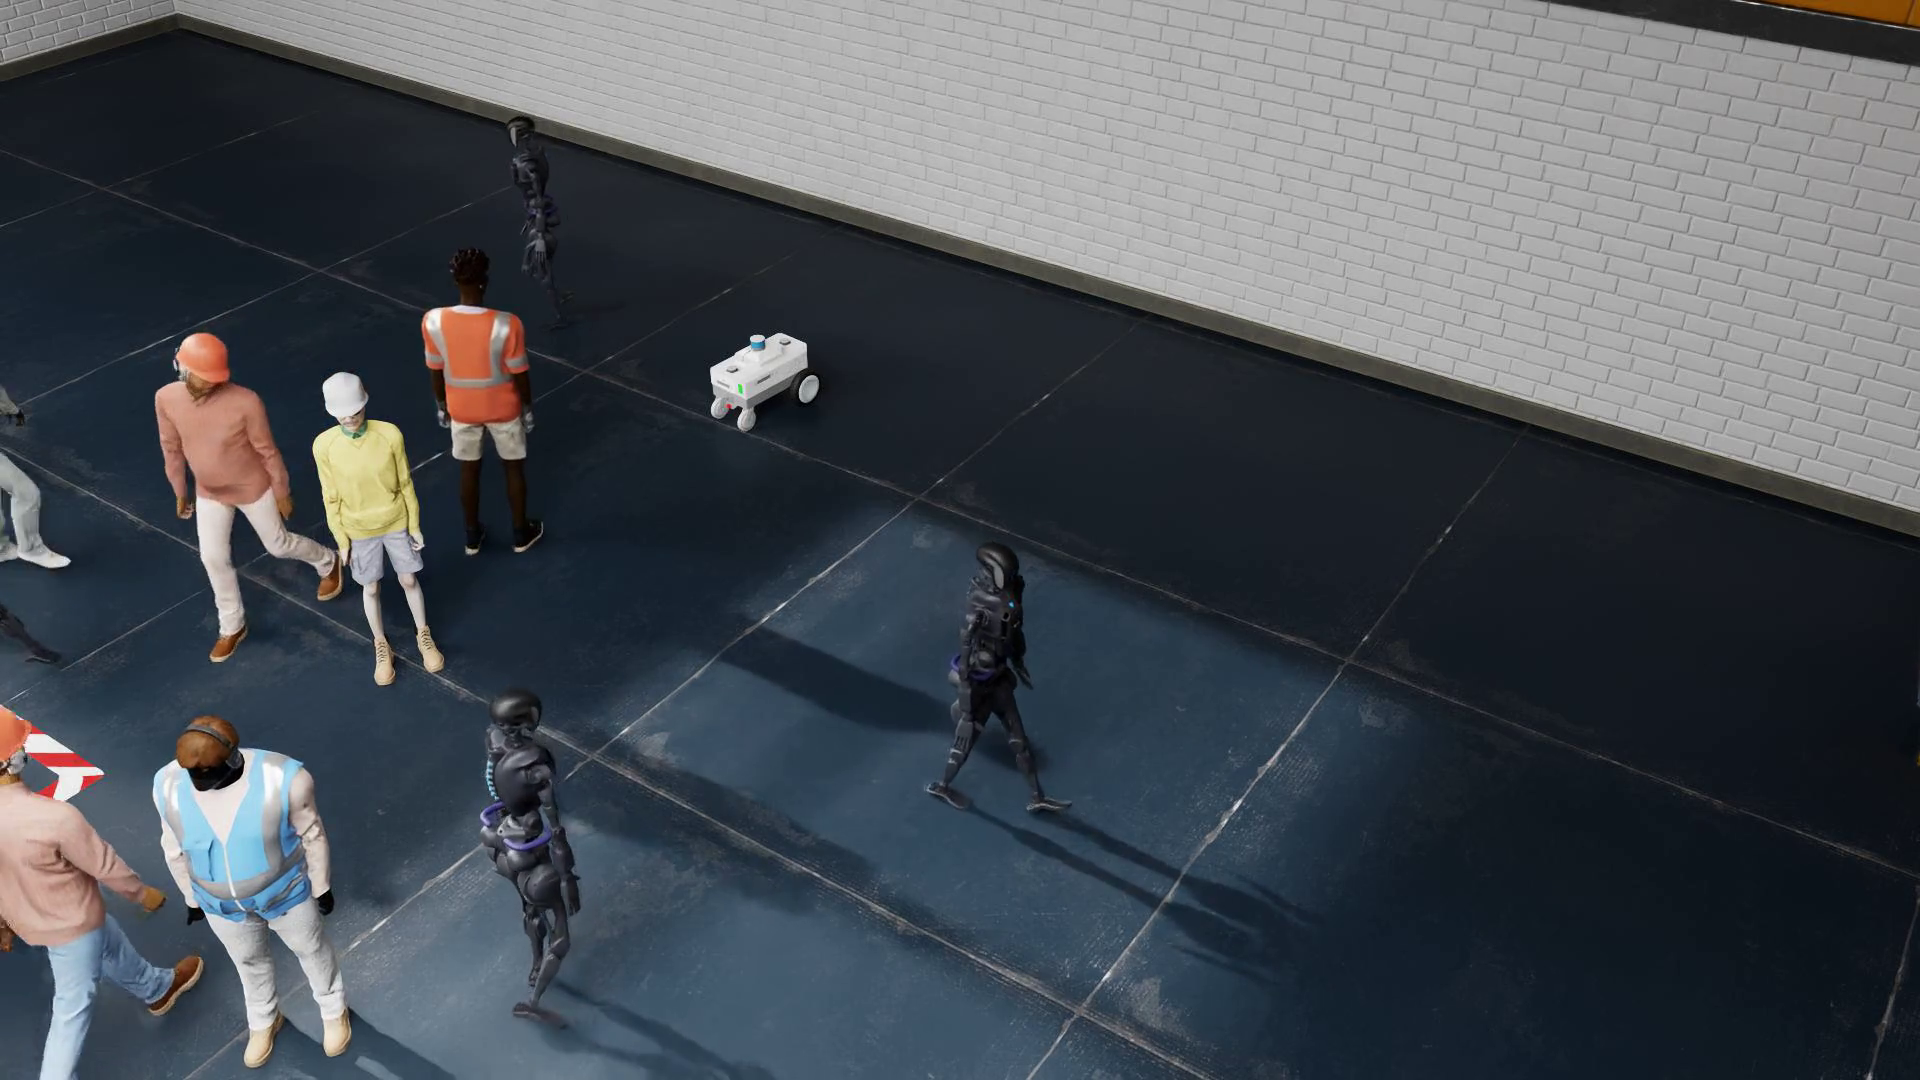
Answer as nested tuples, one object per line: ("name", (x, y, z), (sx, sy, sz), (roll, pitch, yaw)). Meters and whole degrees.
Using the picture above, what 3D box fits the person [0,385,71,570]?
("person", (-5.708, -0.624, 9.753), (0.630, 1.885, 0.723), (-10, 36, -14))

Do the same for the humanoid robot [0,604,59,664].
("humanoid robot", (-5.511, 0.009, 9.055), (0.730, 1.631, 0.588), (2, 35, 3))

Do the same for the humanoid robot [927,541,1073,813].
("humanoid robot", (0.179, 0.718, 8.036), (0.758, 1.625, 0.610), (19, 39, 25))

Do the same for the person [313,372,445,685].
("person", (-3.143, -0.076, 8.960), (0.473, 1.891, 0.385), (-15, 38, -20))

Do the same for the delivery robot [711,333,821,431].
("delivery robot", (-1.382, -1.154, 11.680), (0.499, 0.614, 0.803), (25, 42, 32))

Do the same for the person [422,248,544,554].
("person", (-2.851, -0.811, 9.973), (0.622, 1.940, 0.453), (0, 35, 1))

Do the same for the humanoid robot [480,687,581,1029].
("humanoid robot", (-1.888, 1.355, 7.105), (0.471, 1.647, 0.601), (-29, 44, -35))

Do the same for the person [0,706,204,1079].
("person", (-3.645, 1.497, 6.674), (0.617, 1.942, 1.053), (12, 37, 17))

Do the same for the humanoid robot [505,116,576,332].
("humanoid robot", (-3.115, -2.340, 12.381), (0.378, 1.651, 0.615), (-13, 37, -18))

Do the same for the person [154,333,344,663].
("person", (-4.028, -0.322, 9.266), (0.658, 1.951, 0.852), (5, 35, 7))

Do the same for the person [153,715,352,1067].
("person", (-2.889, 1.443, 6.836), (0.618, 1.838, 0.430), (-5, 35, -7))
